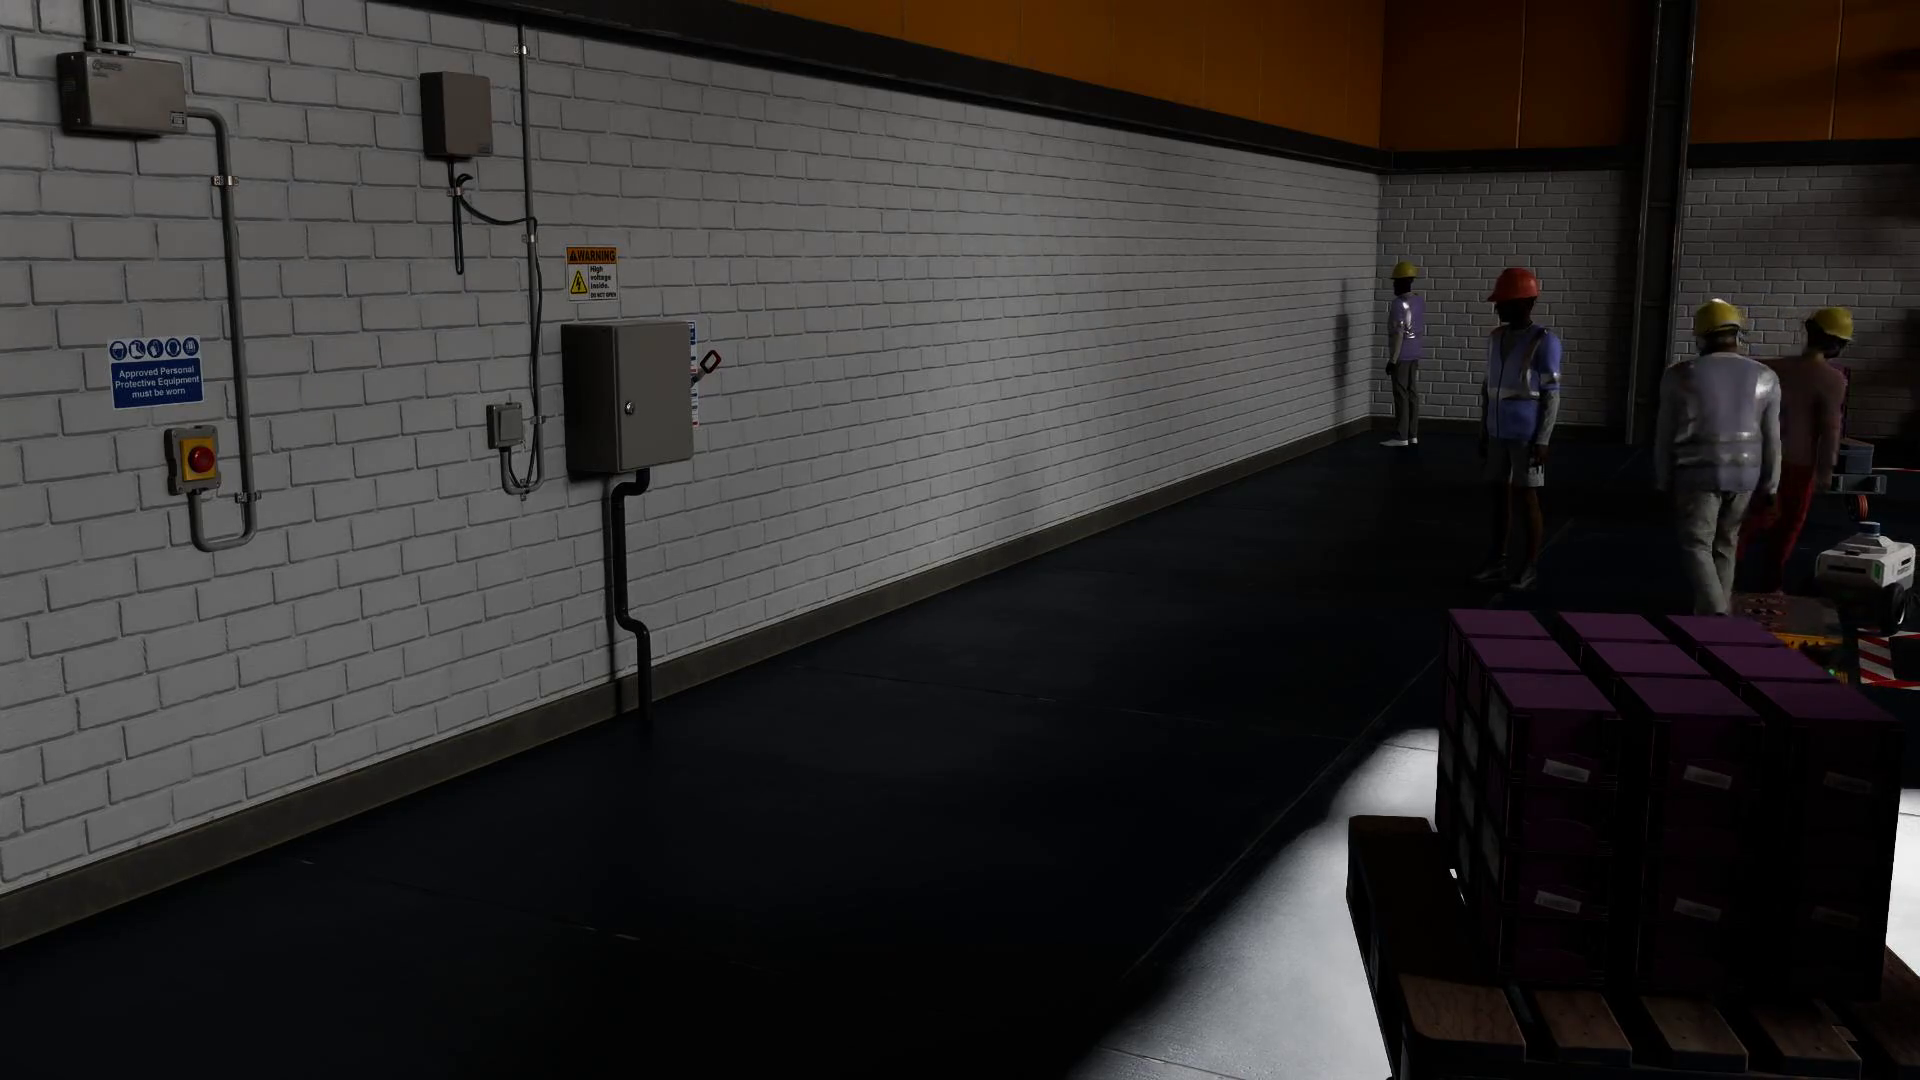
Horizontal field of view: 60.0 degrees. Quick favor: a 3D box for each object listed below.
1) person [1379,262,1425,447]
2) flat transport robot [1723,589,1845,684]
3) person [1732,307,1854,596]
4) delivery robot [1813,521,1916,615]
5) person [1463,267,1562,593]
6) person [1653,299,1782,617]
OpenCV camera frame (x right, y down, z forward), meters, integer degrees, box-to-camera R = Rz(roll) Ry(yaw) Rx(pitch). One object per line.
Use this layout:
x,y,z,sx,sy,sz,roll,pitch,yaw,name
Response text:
4.621,-1.933,17.395,0.380,1.924,0.593,8,13,40,person
4.012,0.466,8.296,0.652,0.197,1.431,5,11,25,flat transport robot
4.653,-0.450,9.385,0.601,1.721,0.589,-3,10,-18,person
4.946,0.141,9.082,0.477,0.478,0.707,9,13,42,delivery robot
3.303,-0.650,9.945,0.374,1.934,0.548,-5,11,-25,person
3.834,-0.303,8.361,0.595,1.796,0.740,0,10,1,person
